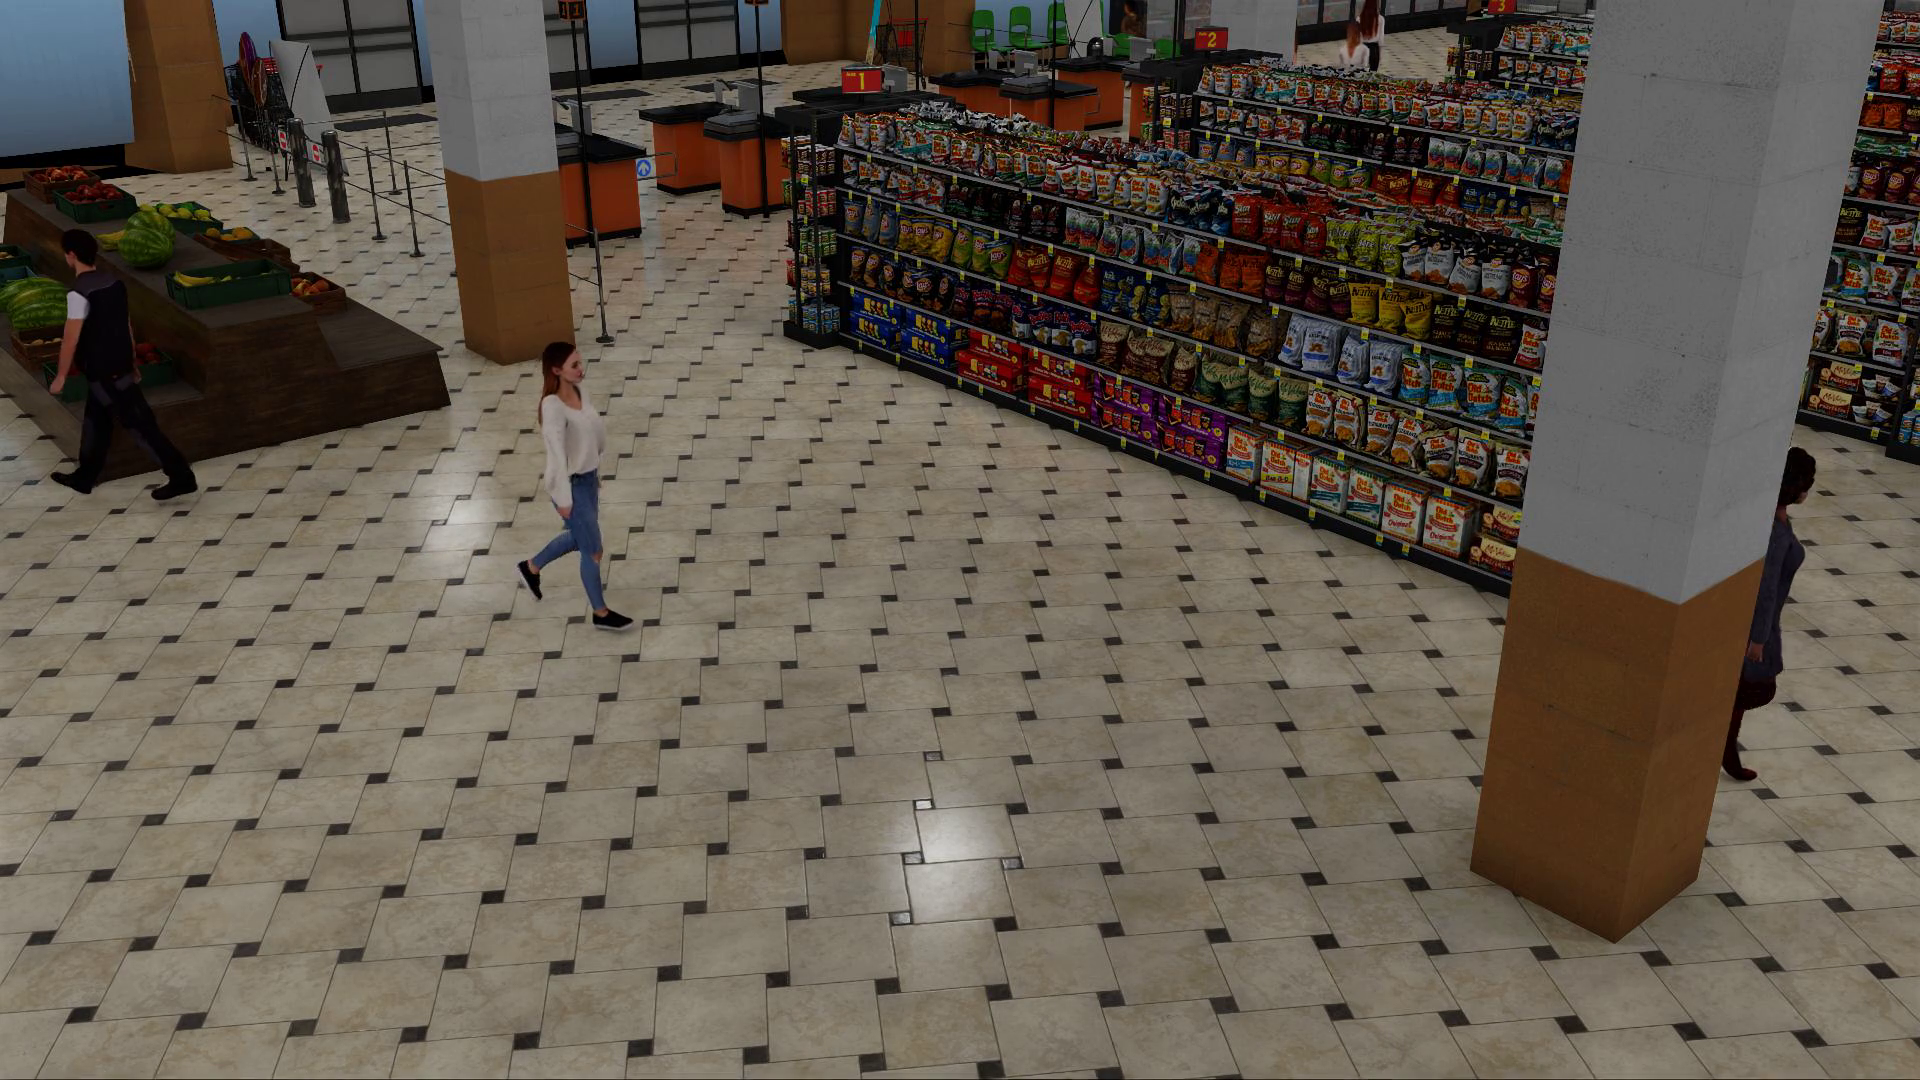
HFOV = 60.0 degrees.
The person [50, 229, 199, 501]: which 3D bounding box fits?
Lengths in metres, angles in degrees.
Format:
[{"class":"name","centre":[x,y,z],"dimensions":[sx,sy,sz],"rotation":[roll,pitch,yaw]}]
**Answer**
[{"class":"person","centre":[-5.471,-1.081,10.913],"dimensions":[1.176,1.784,1.235],"rotation":[-3,24,-6]}]

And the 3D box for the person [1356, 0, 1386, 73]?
[{"class":"person","centre":[6.207,-7.379,25.336],"dimensions":[0.631,1.760,0.719],"rotation":[5,24,11]}]

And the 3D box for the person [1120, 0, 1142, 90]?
[{"class":"person","centre":[2.842,-8.240,27.685],"dimensions":[0.607,1.454,0.642],"rotation":[-14,27,-29]}]

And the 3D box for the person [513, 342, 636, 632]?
[{"class":"person","centre":[-2.206,-0.284,9.228],"dimensions":[1.075,1.675,0.960],"rotation":[5,24,12]}]

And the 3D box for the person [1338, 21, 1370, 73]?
[{"class":"person","centre":[5.271,-6.109,22.497],"dimensions":[0.627,1.708,0.761],"rotation":[18,30,36]}]
